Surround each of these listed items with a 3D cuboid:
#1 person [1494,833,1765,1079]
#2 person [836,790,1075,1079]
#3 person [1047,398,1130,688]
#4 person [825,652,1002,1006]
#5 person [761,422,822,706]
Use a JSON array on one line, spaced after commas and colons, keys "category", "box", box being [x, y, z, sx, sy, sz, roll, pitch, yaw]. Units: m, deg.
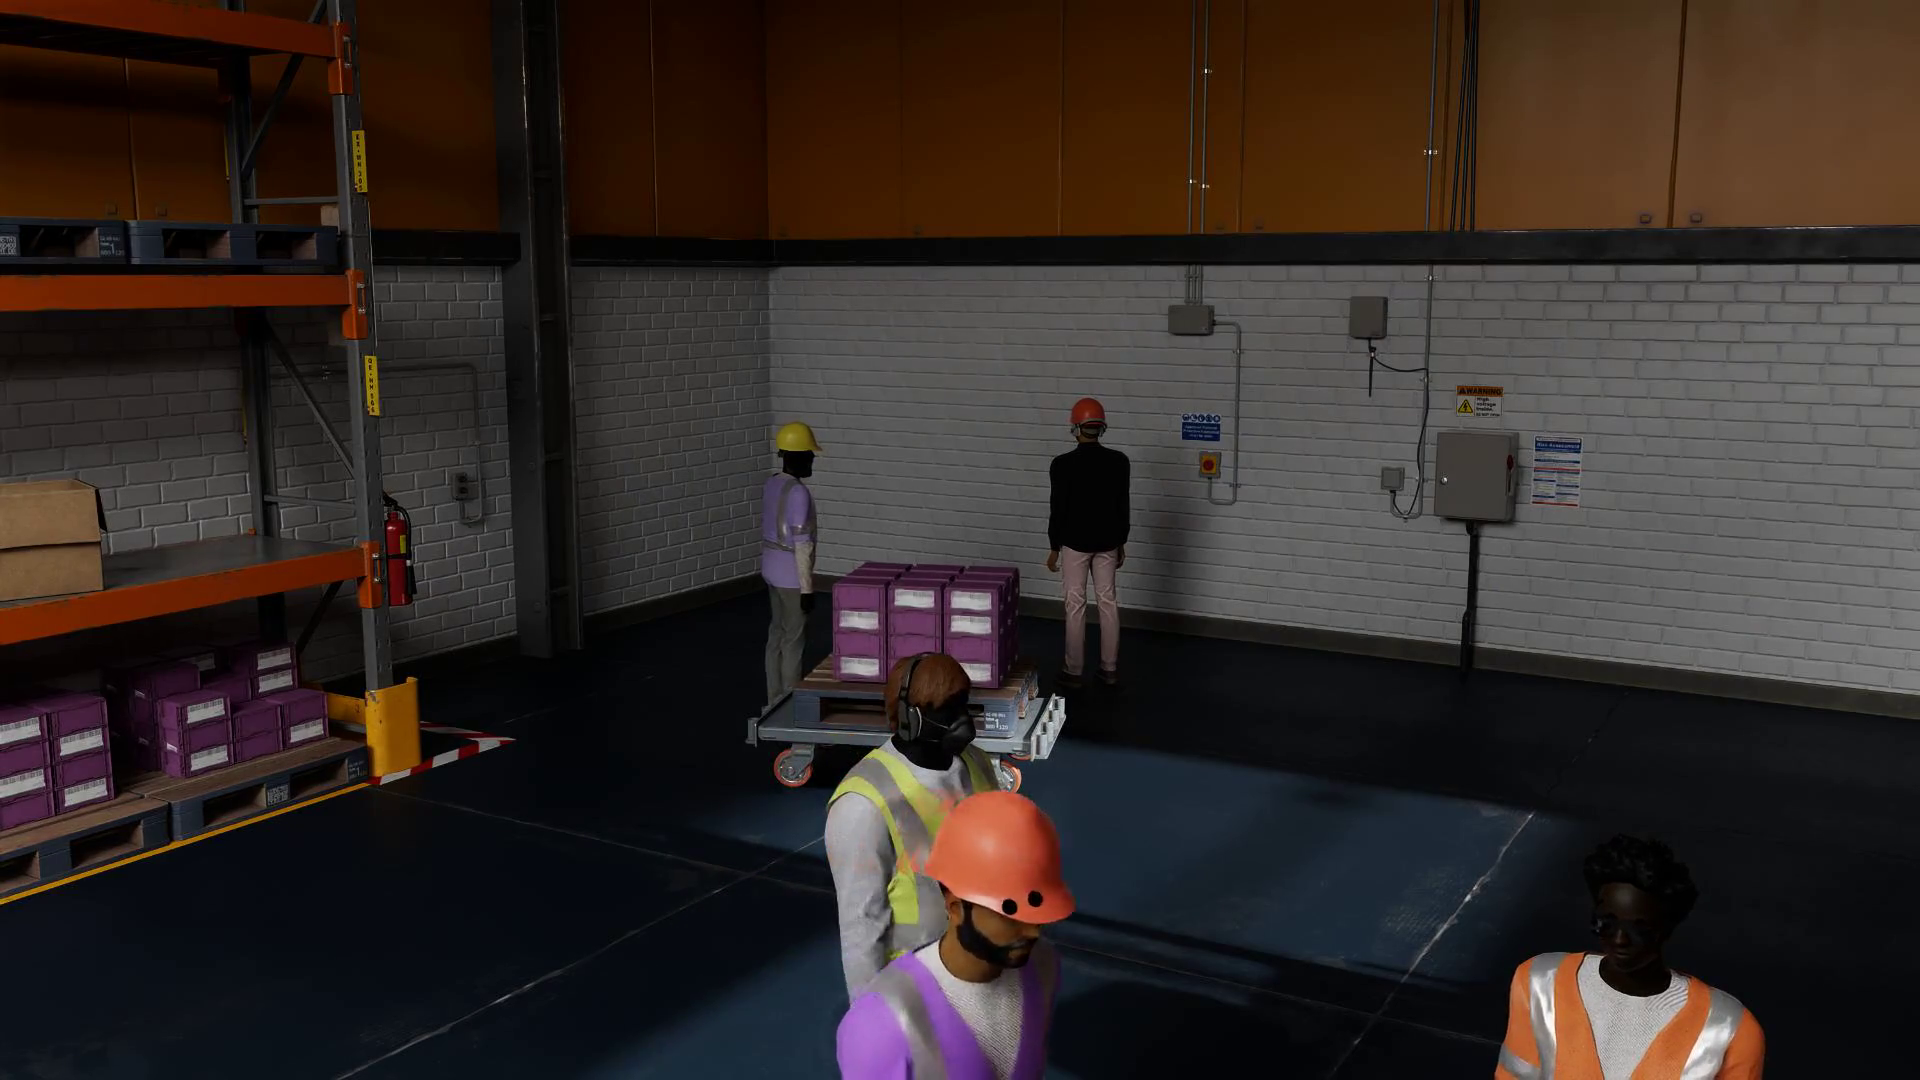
[{"category": "person", "box": [1.380, 1.439, 3.509, 0.532, 1.697, 0.319, 6, 11, 31]}, {"category": "person", "box": [-0.099, 1.370, 3.343, 0.776, 1.903, 0.559, 9, 13, 44]}, {"category": "person", "box": [0.879, 0.023, 11.420, 0.609, 1.995, 0.376, -4, 10, -22]}, {"category": "person", "box": [-0.077, 1.207, 4.501, 0.429, 1.846, 0.626, 6, 11, 33]}, {"category": "person", "box": [-1.039, 0.225, 10.368, 0.386, 1.928, 0.589, -5, 10, -27]}]
